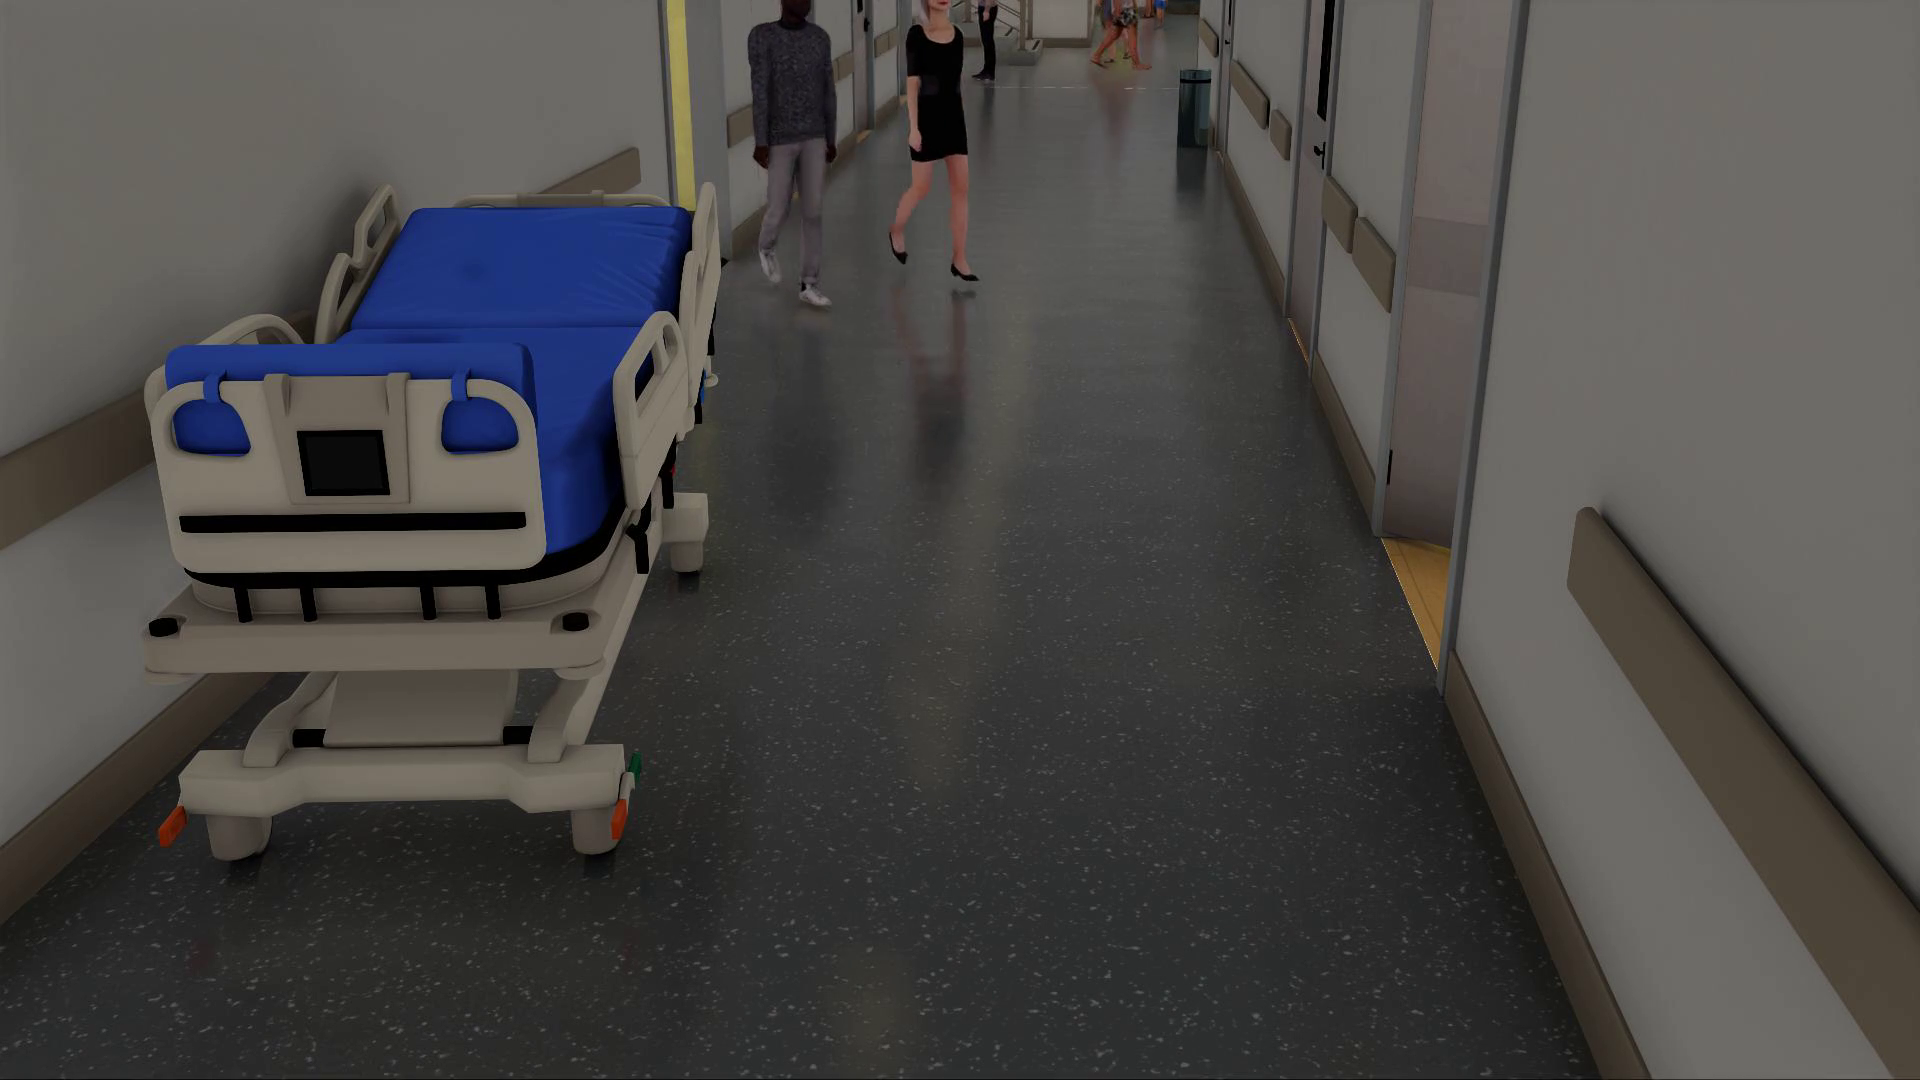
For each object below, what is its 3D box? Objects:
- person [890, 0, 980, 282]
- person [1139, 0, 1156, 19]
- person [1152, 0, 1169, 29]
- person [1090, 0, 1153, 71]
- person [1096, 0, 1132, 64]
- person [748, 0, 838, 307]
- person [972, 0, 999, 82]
[{"bbox_3d":[-0.199,-2.492,10.092,1.040,1.803,1.082,-15,25,-35],"label":"person"},{"bbox_3d":[4.022,-11.900,35.272,0.729,1.555,0.669,15,25,35],"label":"person"},{"bbox_3d":[3.858,-10.372,32.038,0.697,0.995,0.580,-2,21,-5],"label":"person"},{"bbox_3d":[2.203,-7.521,23.385,1.090,1.793,0.676,2,21,6],"label":"person"},{"bbox_3d":[2.348,-8.022,24.672,0.856,1.817,0.899,13,24,31],"label":"person"},{"bbox_3d":[-0.984,-2.276,9.504,1.110,1.815,1.093,-12,24,-29],"label":"person"},{"bbox_3d":[0.352,-7.057,22.140,0.605,1.808,0.655,-2,21,-4],"label":"person"}]
